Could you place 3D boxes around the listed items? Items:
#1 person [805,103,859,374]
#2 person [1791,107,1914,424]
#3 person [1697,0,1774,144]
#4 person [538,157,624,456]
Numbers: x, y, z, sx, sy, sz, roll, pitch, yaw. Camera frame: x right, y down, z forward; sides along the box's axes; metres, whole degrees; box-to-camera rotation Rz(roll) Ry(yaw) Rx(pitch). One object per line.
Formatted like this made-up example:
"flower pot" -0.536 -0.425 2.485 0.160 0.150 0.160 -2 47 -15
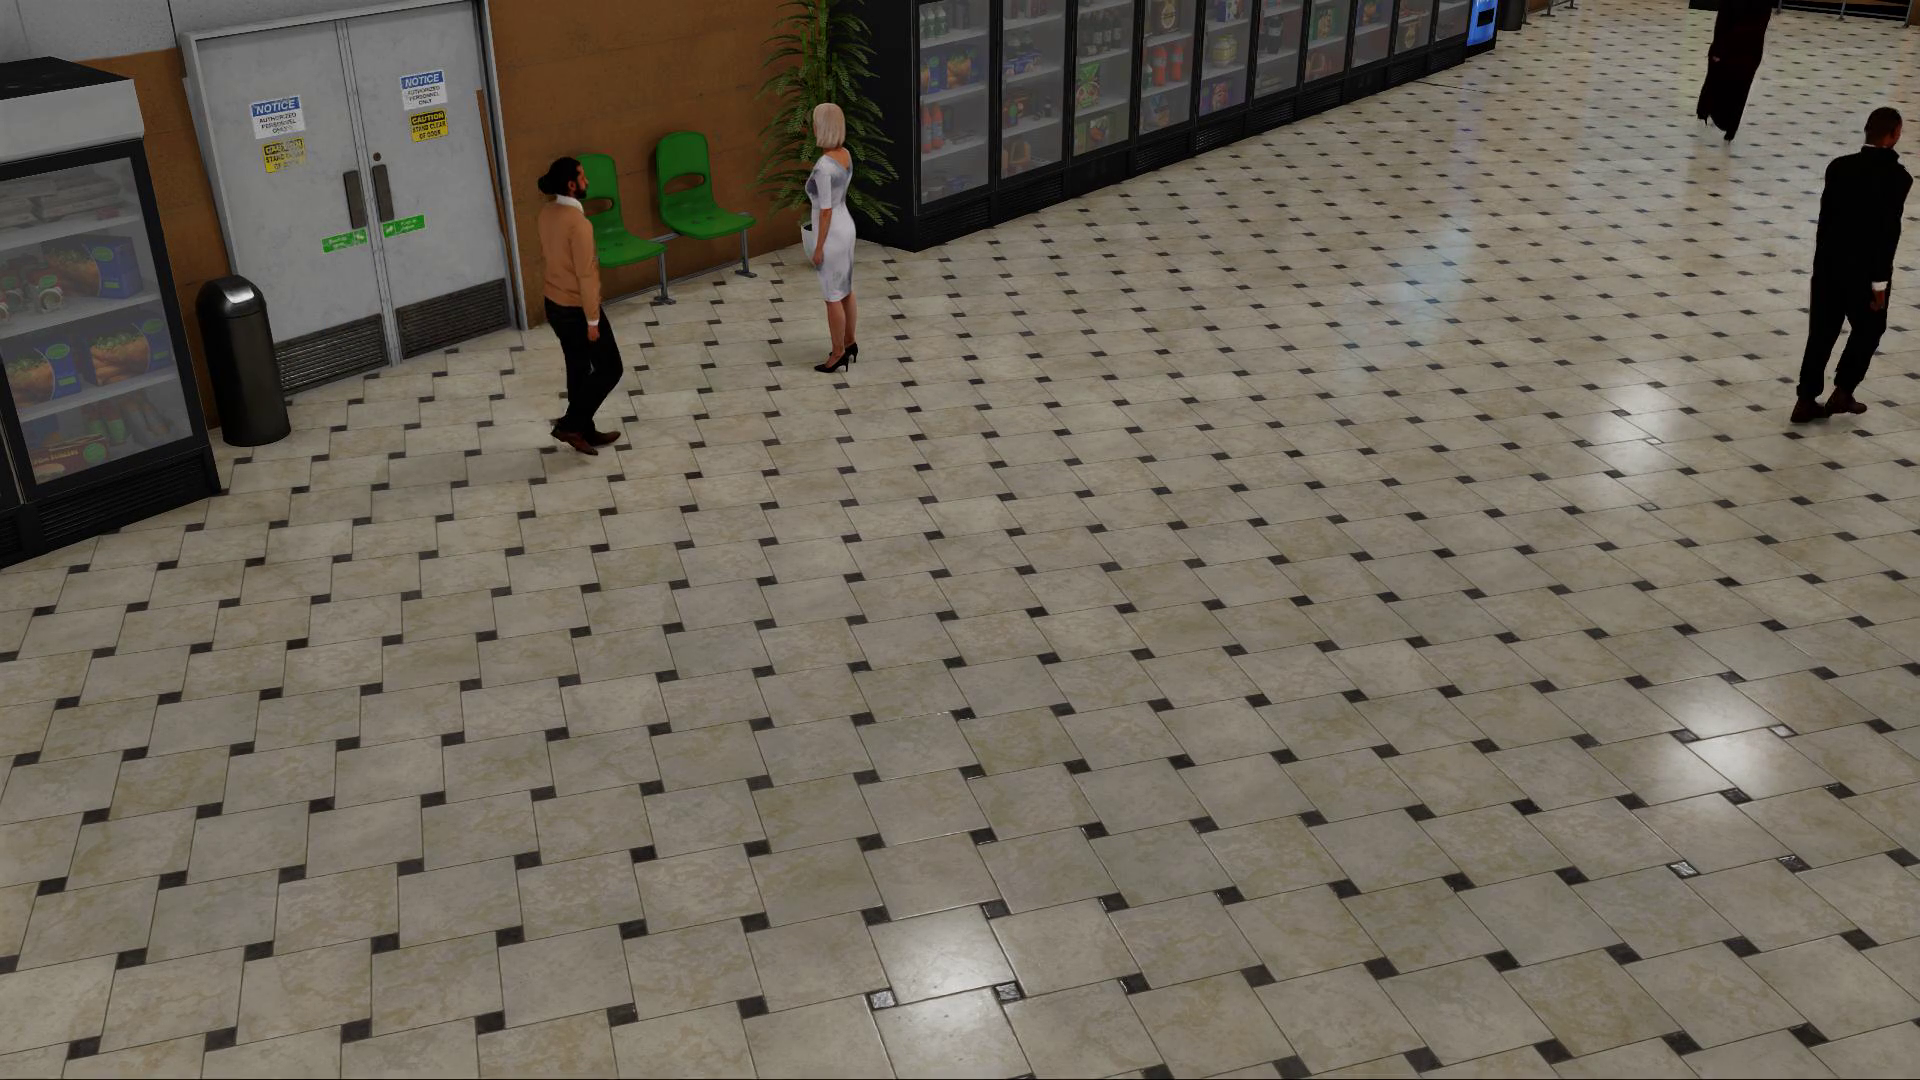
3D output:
"person" -0.815 -1.950 10.773 0.620 1.751 0.632 8 28 16
"person" 5.234 -1.589 9.915 0.893 1.882 0.811 -14 30 -26
"person" 7.691 -4.790 16.410 1.159 1.716 1.033 7 28 13
"person" -2.251 -1.284 9.467 0.770 1.744 0.719 -22 34 -37
